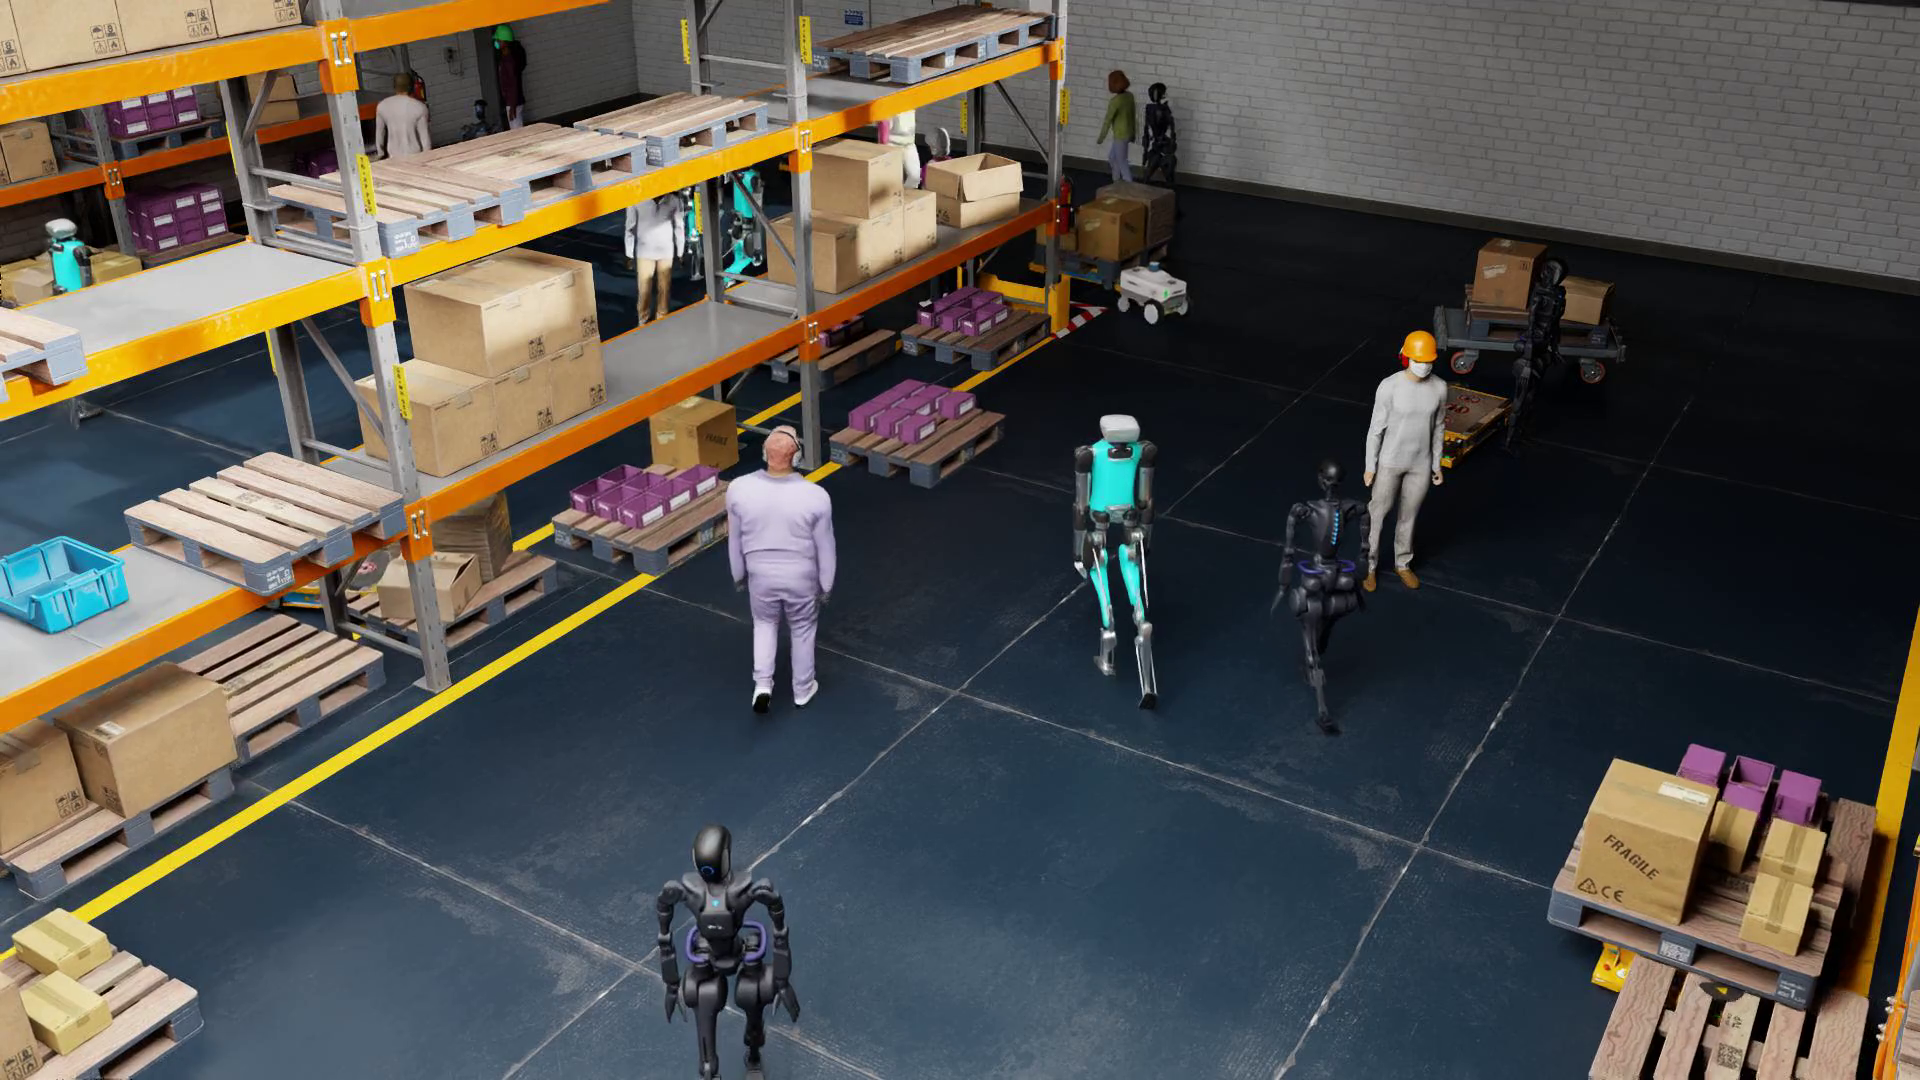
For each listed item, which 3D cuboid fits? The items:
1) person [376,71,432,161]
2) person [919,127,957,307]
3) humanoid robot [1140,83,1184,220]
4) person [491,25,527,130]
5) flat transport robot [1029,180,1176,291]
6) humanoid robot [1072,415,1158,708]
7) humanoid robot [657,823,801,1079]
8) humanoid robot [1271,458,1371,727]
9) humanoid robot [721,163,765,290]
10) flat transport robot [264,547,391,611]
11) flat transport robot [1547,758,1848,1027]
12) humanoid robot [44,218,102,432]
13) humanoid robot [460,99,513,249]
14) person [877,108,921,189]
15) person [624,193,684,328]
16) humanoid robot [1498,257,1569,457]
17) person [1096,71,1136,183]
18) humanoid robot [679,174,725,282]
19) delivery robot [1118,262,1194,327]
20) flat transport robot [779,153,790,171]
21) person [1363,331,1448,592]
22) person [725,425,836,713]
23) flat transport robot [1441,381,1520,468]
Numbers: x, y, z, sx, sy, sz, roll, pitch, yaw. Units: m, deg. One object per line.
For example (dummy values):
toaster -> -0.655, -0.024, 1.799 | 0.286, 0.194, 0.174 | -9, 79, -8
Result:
person -> -6.371, -4.426, 19.147 | 0.750, 1.873, 1.029 | 3, 27, 6
person -> -0.208, -3.264, 16.897 | 0.515, 1.840, 0.340 | -24, 35, -38
humanoid robot -> 2.351, -4.596, 19.736 | 0.739, 1.628, 0.608 | -16, 31, -28
person -> -5.745, -5.640, 21.452 | 0.422, 1.955, 0.491 | -8, 28, -16
flat transport robot -> 1.517, -2.945, 18.001 | 1.431, 0.231, 0.659 | 20, 33, 34
humanoid robot -> 1.038, 0.200, 10.242 | 0.548, 1.821, 0.889 | -7, 28, -14
humanoid robot -> -0.974, 1.857, 7.029 | 0.586, 1.620, 0.794 | -1, 27, -2
humanoid robot -> 2.227, 0.316, 10.106 | 0.613, 1.639, 0.807 | -4, 27, -8
humanoid robot -> -2.237, -2.776, 16.166 | 0.740, 1.892, 0.565 | -18, 32, -32
flat transport robot -> -4.373, 0.276, 11.655 | 1.431, 0.231, 0.659 | 4, 27, 9
flat transport robot -> 3.726, 1.901, 8.452 | 0.659, 0.231, 1.431 | 16, 31, 28
humanoid robot -> -7.640, -1.732, 14.120 | 0.543, 1.895, 0.738 | 17, 31, 29
humanoid robot -> -5.324, -4.124, 18.753 | 0.601, 1.656, 0.344 | -4, 27, -8
person -> -0.720, -4.621, 19.588 | 0.475, 1.828, 0.642 | 23, 35, 38
person -> -2.940, -2.776, 16.058 | 0.587, 1.719, 0.354 | -13, 30, -24
humanoid robot -> 4.733, -1.517, 13.618 | 0.315, 1.654, 0.599 | 24, 35, 39
person -> 1.924, -4.958, 20.476 | 0.613, 1.609, 0.503 | 13, 30, 24
humanoid robot -> -2.797, -3.510, 17.532 | 0.541, 1.753, 1.022 | 7, 28, 14
delivery robot -> 1.960, -2.514, 16.830 | 0.499, 0.589, 0.785 | -19, 33, -33
flat transport robot -> -1.645, -5.076, 22.201 | 1.431, 0.231, 0.659 | 4, 27, 7
person -> 3.060, -0.544, 11.476 | 0.559, 1.896, 0.354 | -4, 27, -7
person -> -1.061, 0.216, 9.983 | 0.658, 1.885, 0.533 | 3, 27, 6
flat transport robot -> 4.180, -0.992, 14.152 | 0.659, 0.231, 1.431 | 20, 33, 34
